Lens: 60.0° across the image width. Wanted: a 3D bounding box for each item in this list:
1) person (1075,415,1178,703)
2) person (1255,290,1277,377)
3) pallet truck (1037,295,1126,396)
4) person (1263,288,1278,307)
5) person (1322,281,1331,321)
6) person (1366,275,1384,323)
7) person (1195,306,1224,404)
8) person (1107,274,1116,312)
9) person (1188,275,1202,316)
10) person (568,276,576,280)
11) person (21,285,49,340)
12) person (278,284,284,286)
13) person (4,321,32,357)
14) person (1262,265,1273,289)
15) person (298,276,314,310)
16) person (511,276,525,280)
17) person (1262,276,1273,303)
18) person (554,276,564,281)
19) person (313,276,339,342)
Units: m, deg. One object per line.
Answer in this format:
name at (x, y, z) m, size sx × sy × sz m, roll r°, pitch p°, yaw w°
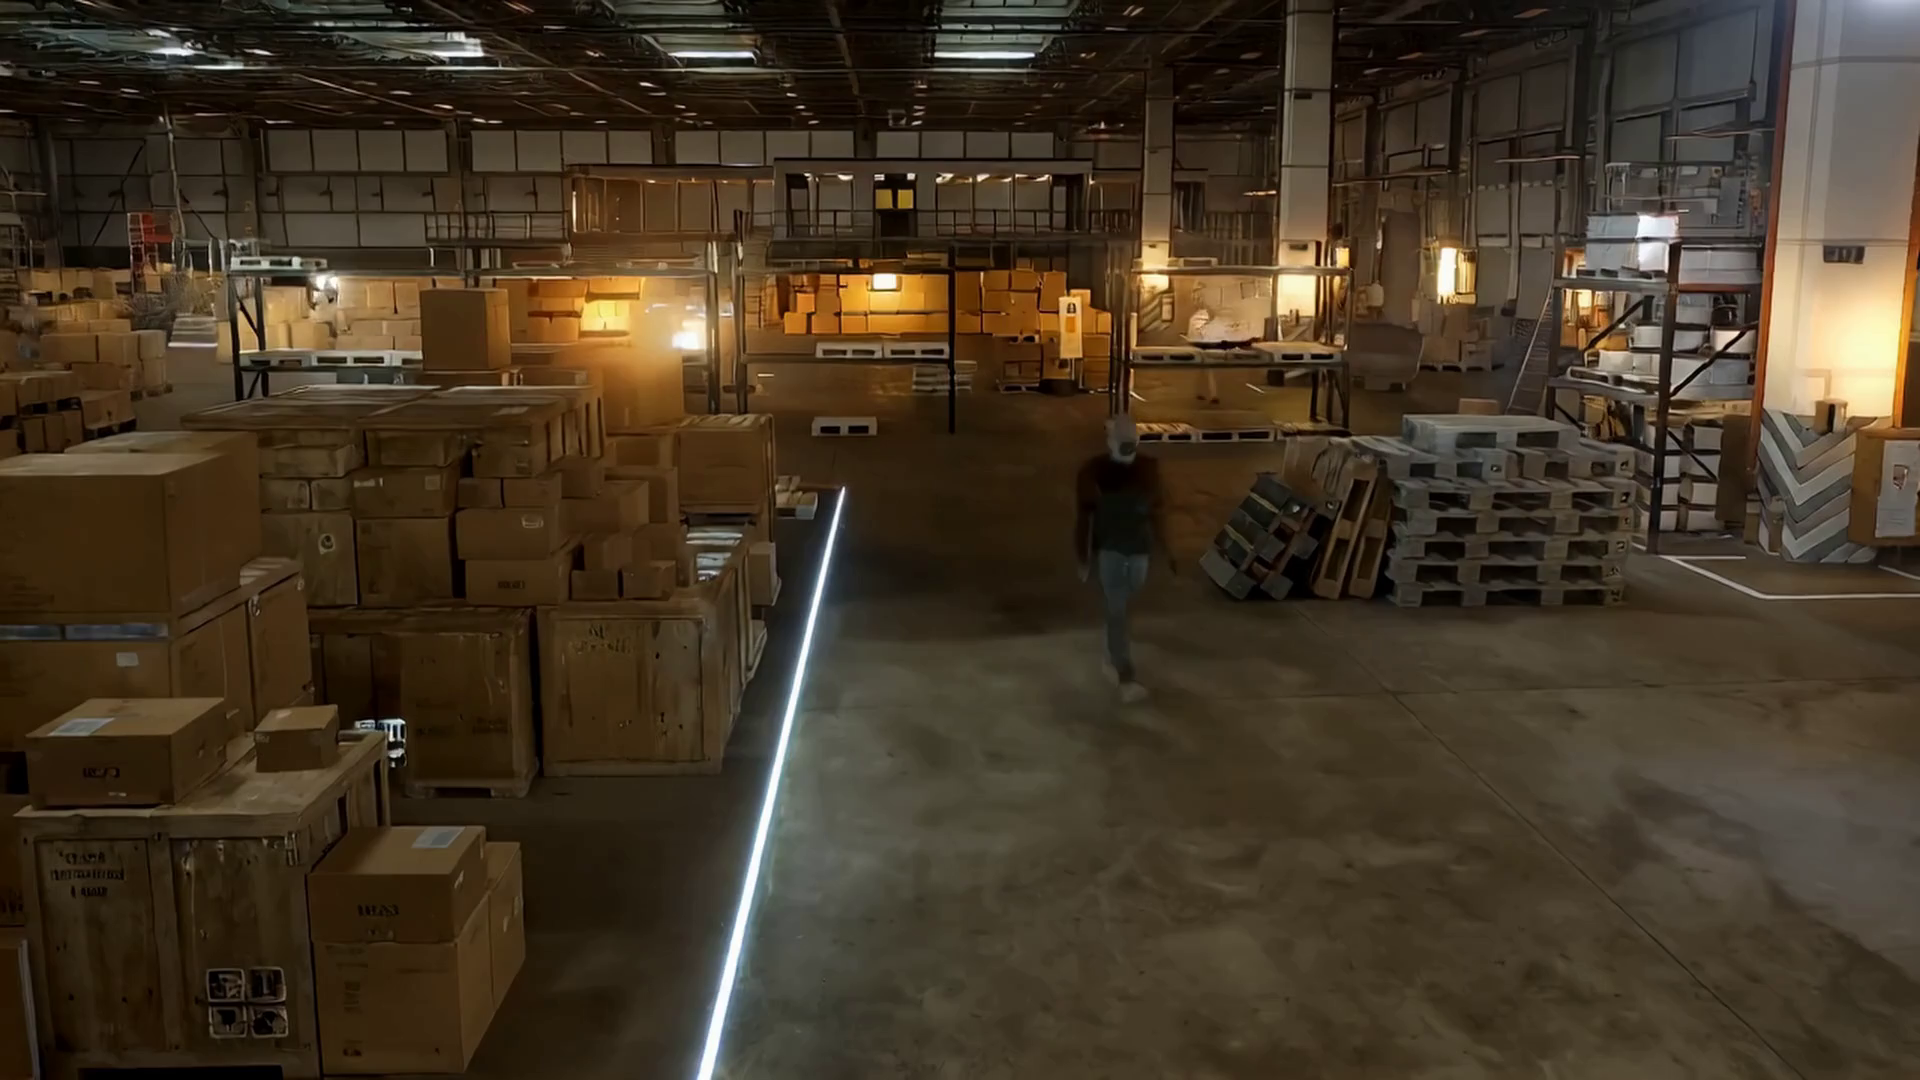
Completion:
person at (1.120, 0.111, 11.126) m, size 0.635 × 1.884 × 1.014 m, roll -3°, pitch 11°, yaw -19°
person at (6.898, -4.624, 37.333) m, size 0.610 × 1.961 × 0.984 m, roll 5°, pitch 11°, yaw 27°
pallet truck at (2.483, -3.881, 33.060) m, size 1.885 × 1.965 × 0.823 m, roll -7°, pitch 13°, yaw -36°
person at (8.236, -5.738, 43.868) m, size 0.658 × 1.817 × 0.633 m, roll -10°, pitch 14°, yaw -44°
person at (10.689, -6.633, 48.675) m, size 0.583 × 1.901 × 0.596 m, roll 4°, pitch 11°, yaw 23°
person at (13.593, -7.680, 54.368) m, size 0.629 × 1.942 × 0.978 m, roll 6°, pitch 12°, yaw 32°
person at (4.671, -3.491, 31.366) m, size 0.555 × 1.822 × 0.946 m, roll -5°, pitch 11°, yaw -26°
person at (5.944, -9.693, 66.082) m, size 0.533 × 1.768 × 0.310 m, roll -7°, pitch 12°, yaw -33°
person at (8.545, -8.761, 60.464) m, size 0.397 × 1.922 × 0.547 m, roll -7°, pitch 12°, yaw -34°
person at (-13.905, -8.641, 59.590) m, size 1.030 × 2.004 × 0.633 m, roll 9°, pitch 14°, yaw 42°
person at (-28.623, -7.027, 51.416) m, size 0.523 × 1.703 × 0.976 m, roll 10°, pitch 14°, yaw 43°
person at (-18.192, -5.866, 44.390) m, size 0.638 × 1.914 × 0.854 m, roll 4°, pitch 11°, yaw 22°
person at (-16.315, -2.921, 28.621) m, size 0.554 × 1.659 × 0.797 m, roll 4°, pitch 11°, yaw 20°
person at (14.461, -11.963, 78.231) m, size 0.616 × 1.942 × 0.408 m, roll -7°, pitch 13°, yaw -36°
person at (-27.967, -10.582, 70.890) m, size 0.967 × 1.815 × 0.646 m, roll -2°, pitch 10°, yaw -10°
person at (-17.889, -10.006, 67.394) m, size 0.581 × 1.917 × 0.474 m, roll -3°, pitch 10°, yaw -14°
person at (12.041, -9.428, 64.797) m, size 0.540 × 1.695 × 0.317 m, roll 0°, pitch 10°, yaw -2°
person at (-18.219, -11.564, 76.134) m, size 0.600 × 1.902 × 0.758 m, roll -10°, pitch 14°, yaw -44°
person at (-19.290, -7.060, 50.649) m, size 0.685 × 2.000 × 0.535 m, roll 0°, pitch 10°, yaw -2°
